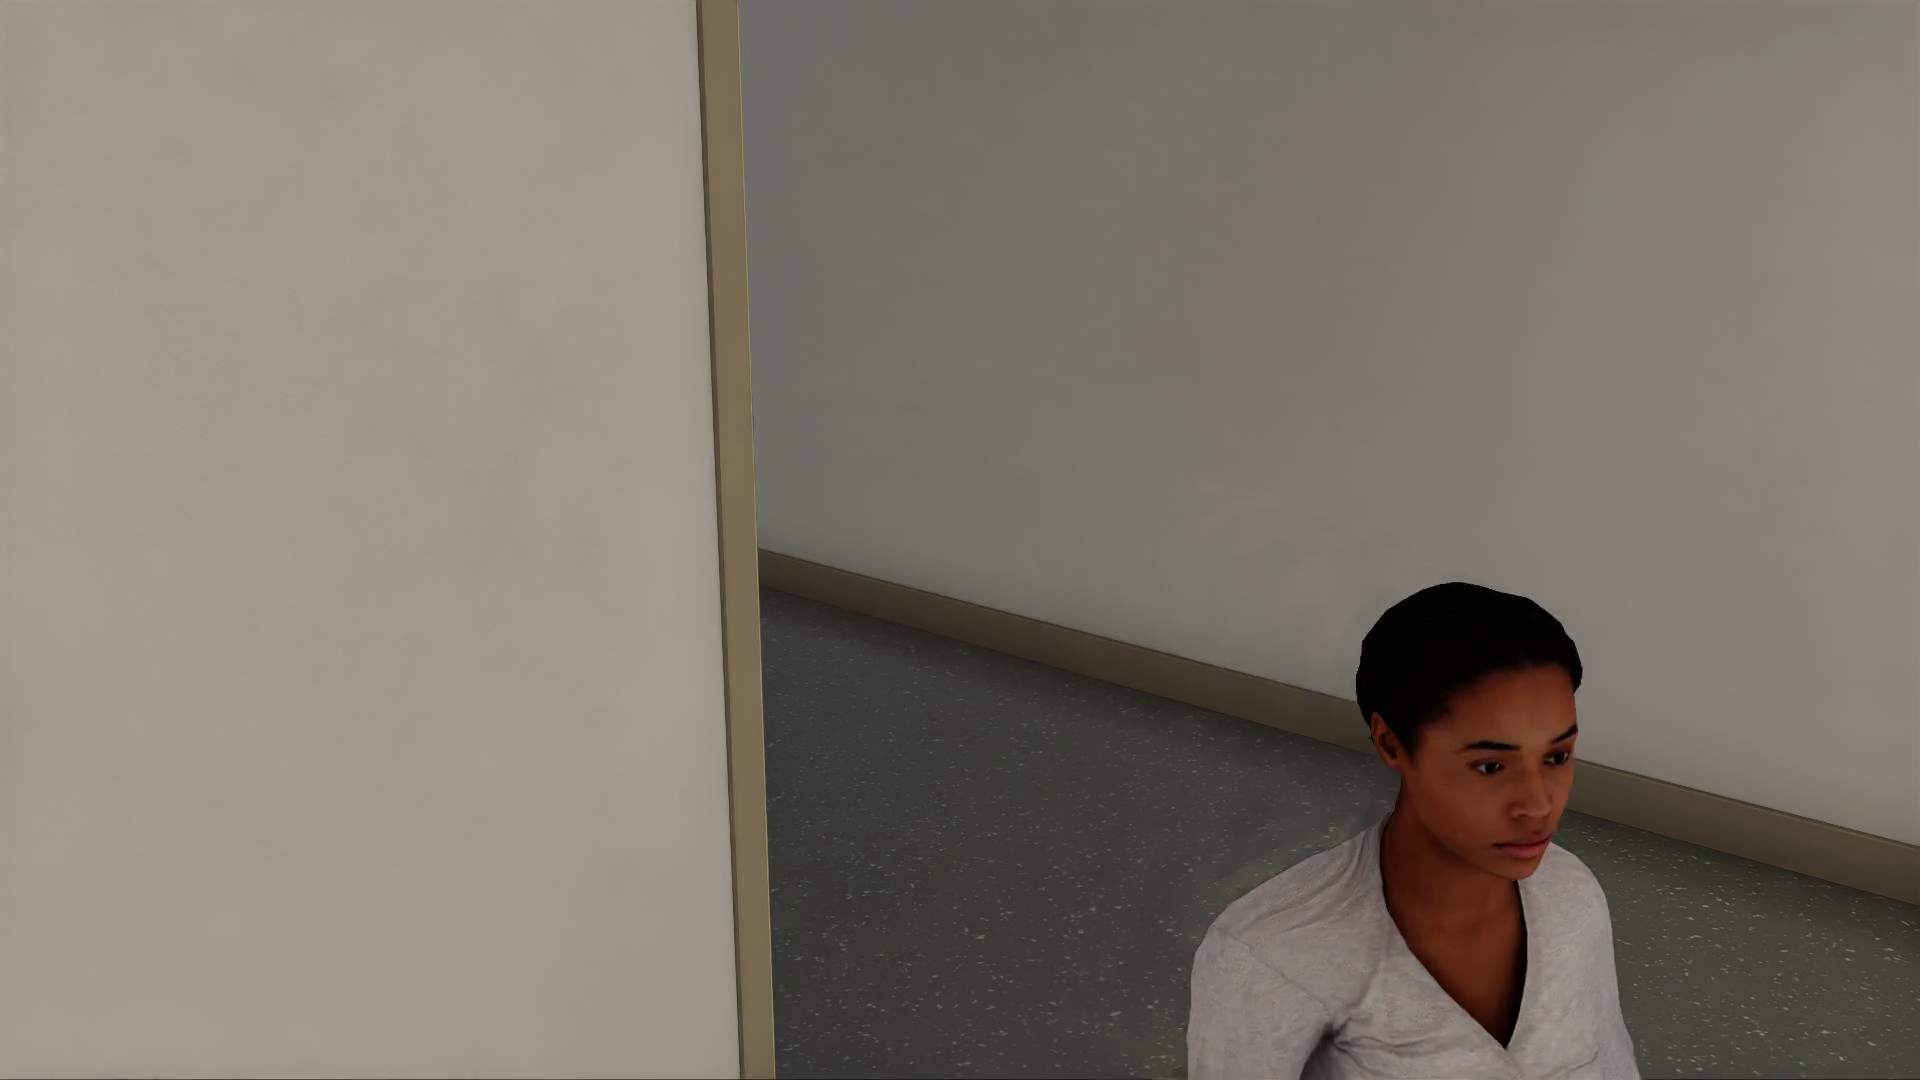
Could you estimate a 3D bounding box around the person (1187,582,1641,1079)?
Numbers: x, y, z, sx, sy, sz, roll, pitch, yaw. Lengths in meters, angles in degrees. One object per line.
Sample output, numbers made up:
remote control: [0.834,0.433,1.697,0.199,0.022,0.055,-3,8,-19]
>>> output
person: [0.401,0.857,1.800,1.112,1.698,0.998,-6,17,-21]
